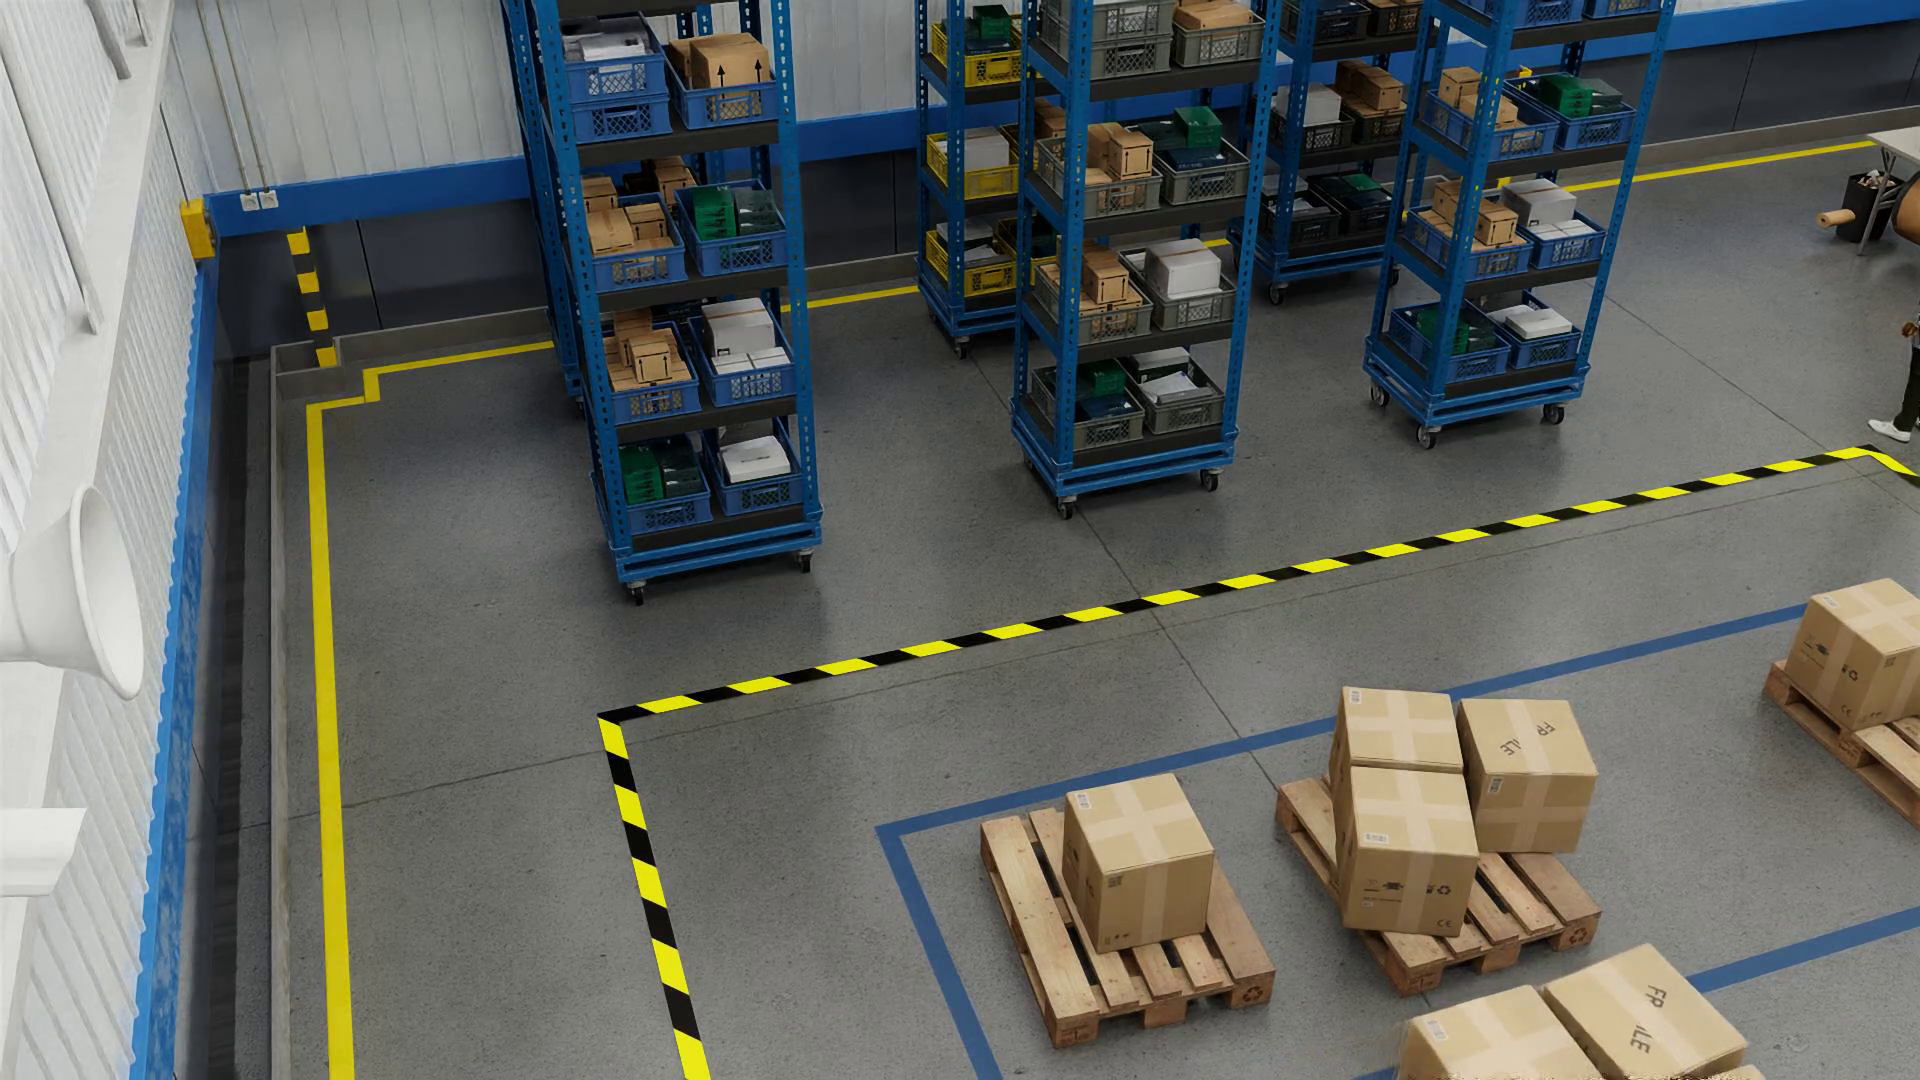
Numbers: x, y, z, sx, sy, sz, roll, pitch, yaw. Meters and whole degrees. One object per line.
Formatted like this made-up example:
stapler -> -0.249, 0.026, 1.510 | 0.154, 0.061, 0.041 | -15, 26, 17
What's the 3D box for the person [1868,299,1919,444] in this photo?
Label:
person -> 6.398, -1.496, 10.816 | 0.592, 1.852, 0.415 | -11, 37, -15
